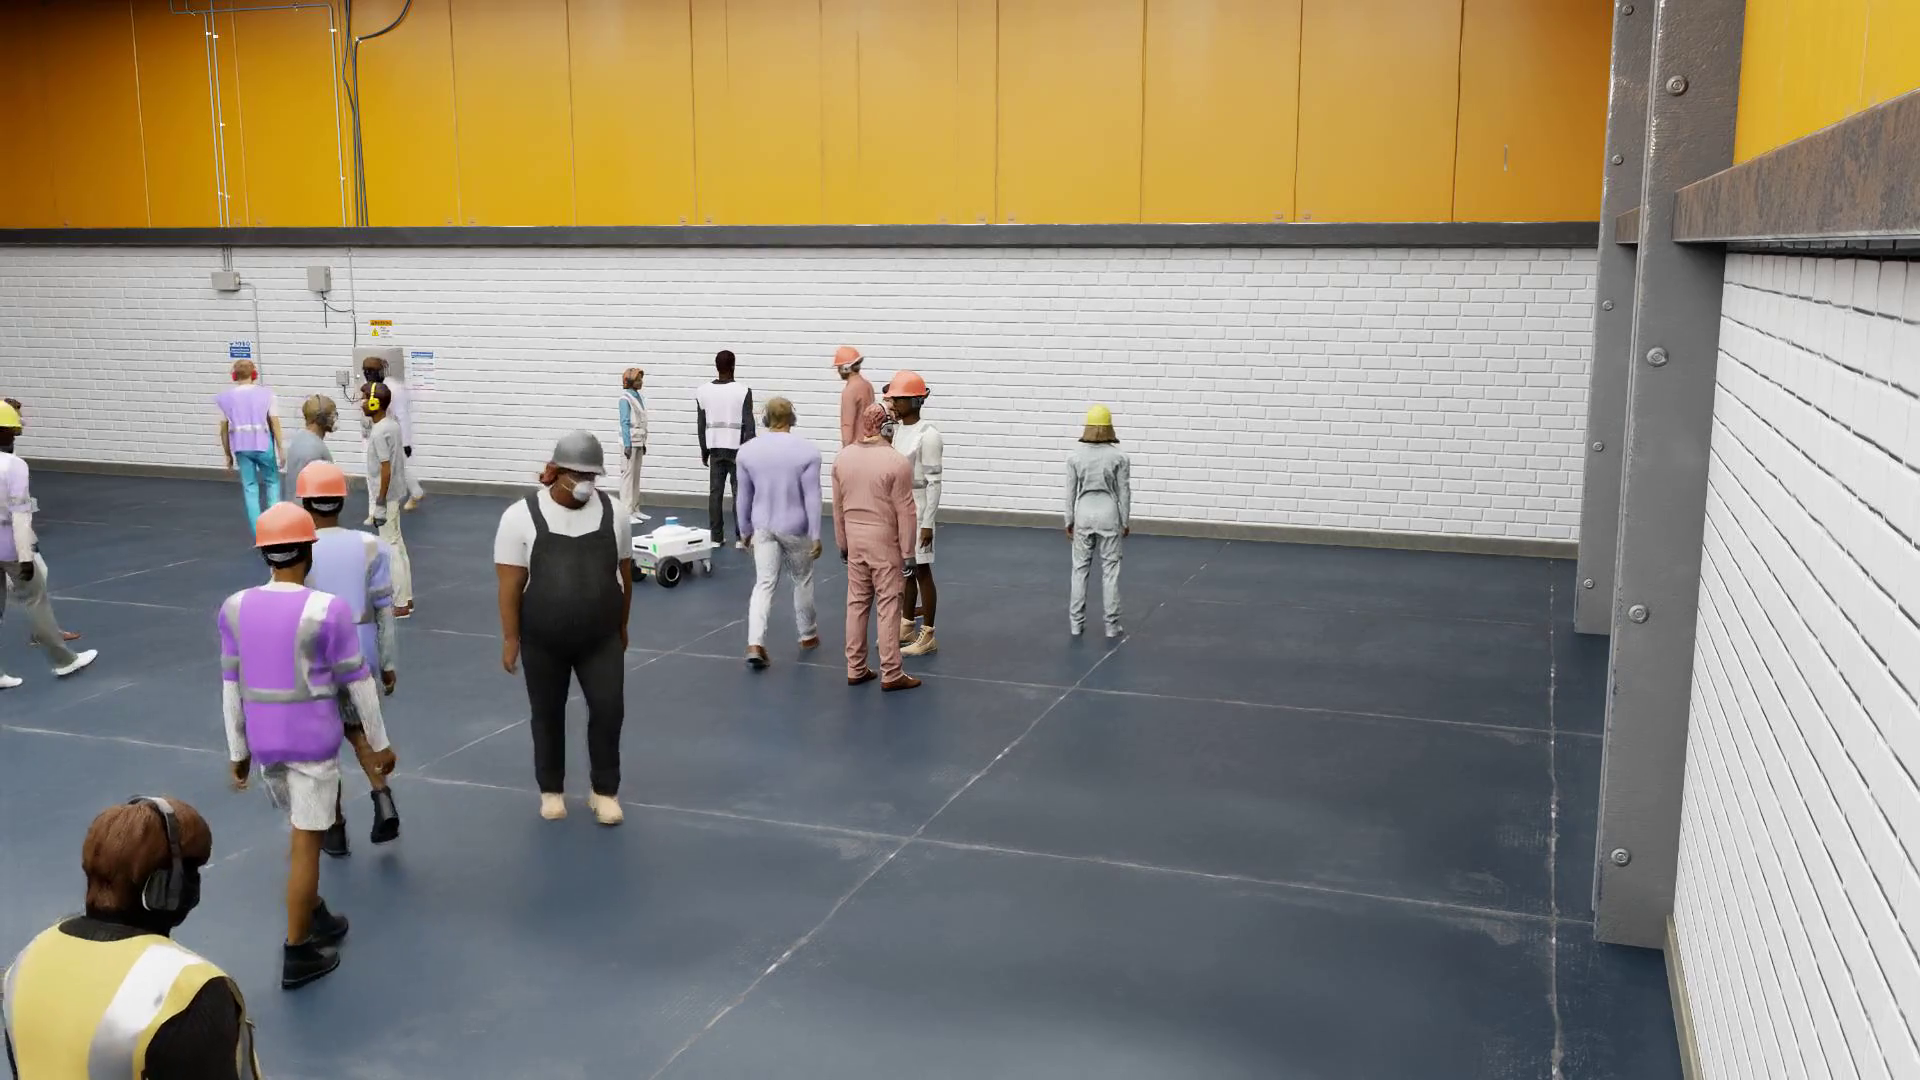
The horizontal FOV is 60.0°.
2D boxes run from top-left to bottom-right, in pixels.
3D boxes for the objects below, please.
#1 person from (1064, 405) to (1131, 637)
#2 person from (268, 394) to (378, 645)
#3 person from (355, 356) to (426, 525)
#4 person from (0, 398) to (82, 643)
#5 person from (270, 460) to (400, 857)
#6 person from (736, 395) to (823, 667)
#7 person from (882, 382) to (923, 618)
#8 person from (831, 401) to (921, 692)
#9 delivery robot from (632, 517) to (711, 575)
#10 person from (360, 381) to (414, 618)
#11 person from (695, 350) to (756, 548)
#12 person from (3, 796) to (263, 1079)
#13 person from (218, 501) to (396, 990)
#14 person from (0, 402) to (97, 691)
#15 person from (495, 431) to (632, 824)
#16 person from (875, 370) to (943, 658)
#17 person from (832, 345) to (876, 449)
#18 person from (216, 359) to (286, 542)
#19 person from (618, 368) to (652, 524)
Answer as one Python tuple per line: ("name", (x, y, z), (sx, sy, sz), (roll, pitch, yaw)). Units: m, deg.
("person", (1.038, -0.143, 12.492), (0.498, 1.735, 0.329), (3, 10, 14))
("person", (-4.703, -0.109, 11.928), (1.041, 1.882, 0.647), (-5, 11, -28))
("person", (-6.058, -1.086, 17.709), (0.635, 1.790, 0.908), (2, 10, 13))
("person", (-6.915, -0.099, 11.968), (0.850, 1.841, 0.521), (-6, 12, -32))
("person", (-2.964, 0.582, 7.907), (0.545, 1.921, 0.494), (-9, 14, -42))
("person", (-1.275, -0.068, 11.667), (0.640, 1.886, 1.005), (2, 10, 11))
("person", (-0.456, -0.304, 13.029), (0.311, 1.865, 0.535), (-2, 10, -12))
("person", (-0.530, 0.039, 10.980), (0.650, 1.906, 0.401), (8, 13, 37))
("delivery robot", (-2.508, 0.044, 14.490), (0.477, 0.478, 0.707), (8, 13, 37))
("person", (-4.509, -0.310, 13.049), (0.310, 1.868, 0.533), (-1, 10, -7))
("person", (-2.253, -0.874, 16.083), (0.590, 1.920, 0.392), (3, 10, 14))
("person", (-1.647, 1.443, 3.374), (0.820, 1.810, 0.530), (7, 12, 33))
("person", (-2.600, 0.795, 6.705), (0.589, 1.902, 0.728), (3, 10, 15))
("person", (-6.250, 0.030, 11.035), (0.614, 1.896, 0.792), (4, 11, 20))
("person", (-1.957, 0.438, 8.351), (0.700, 2.000, 0.707), (-4, 11, -21))
("person", (-0.363, -0.186, 11.857), (0.377, 2.045, 0.605), (-6, 12, -31))
("person", (-1.000, -0.880, 15.985), (0.467, 1.972, 0.648), (3, 10, 16))
("person", (-6.909, -0.861, 16.275), (0.596, 1.815, 0.550), (-2, 10, -13))
("person", (-3.450, -0.998, 17.568), (0.315, 1.641, 0.514), (1, 10, 8))
